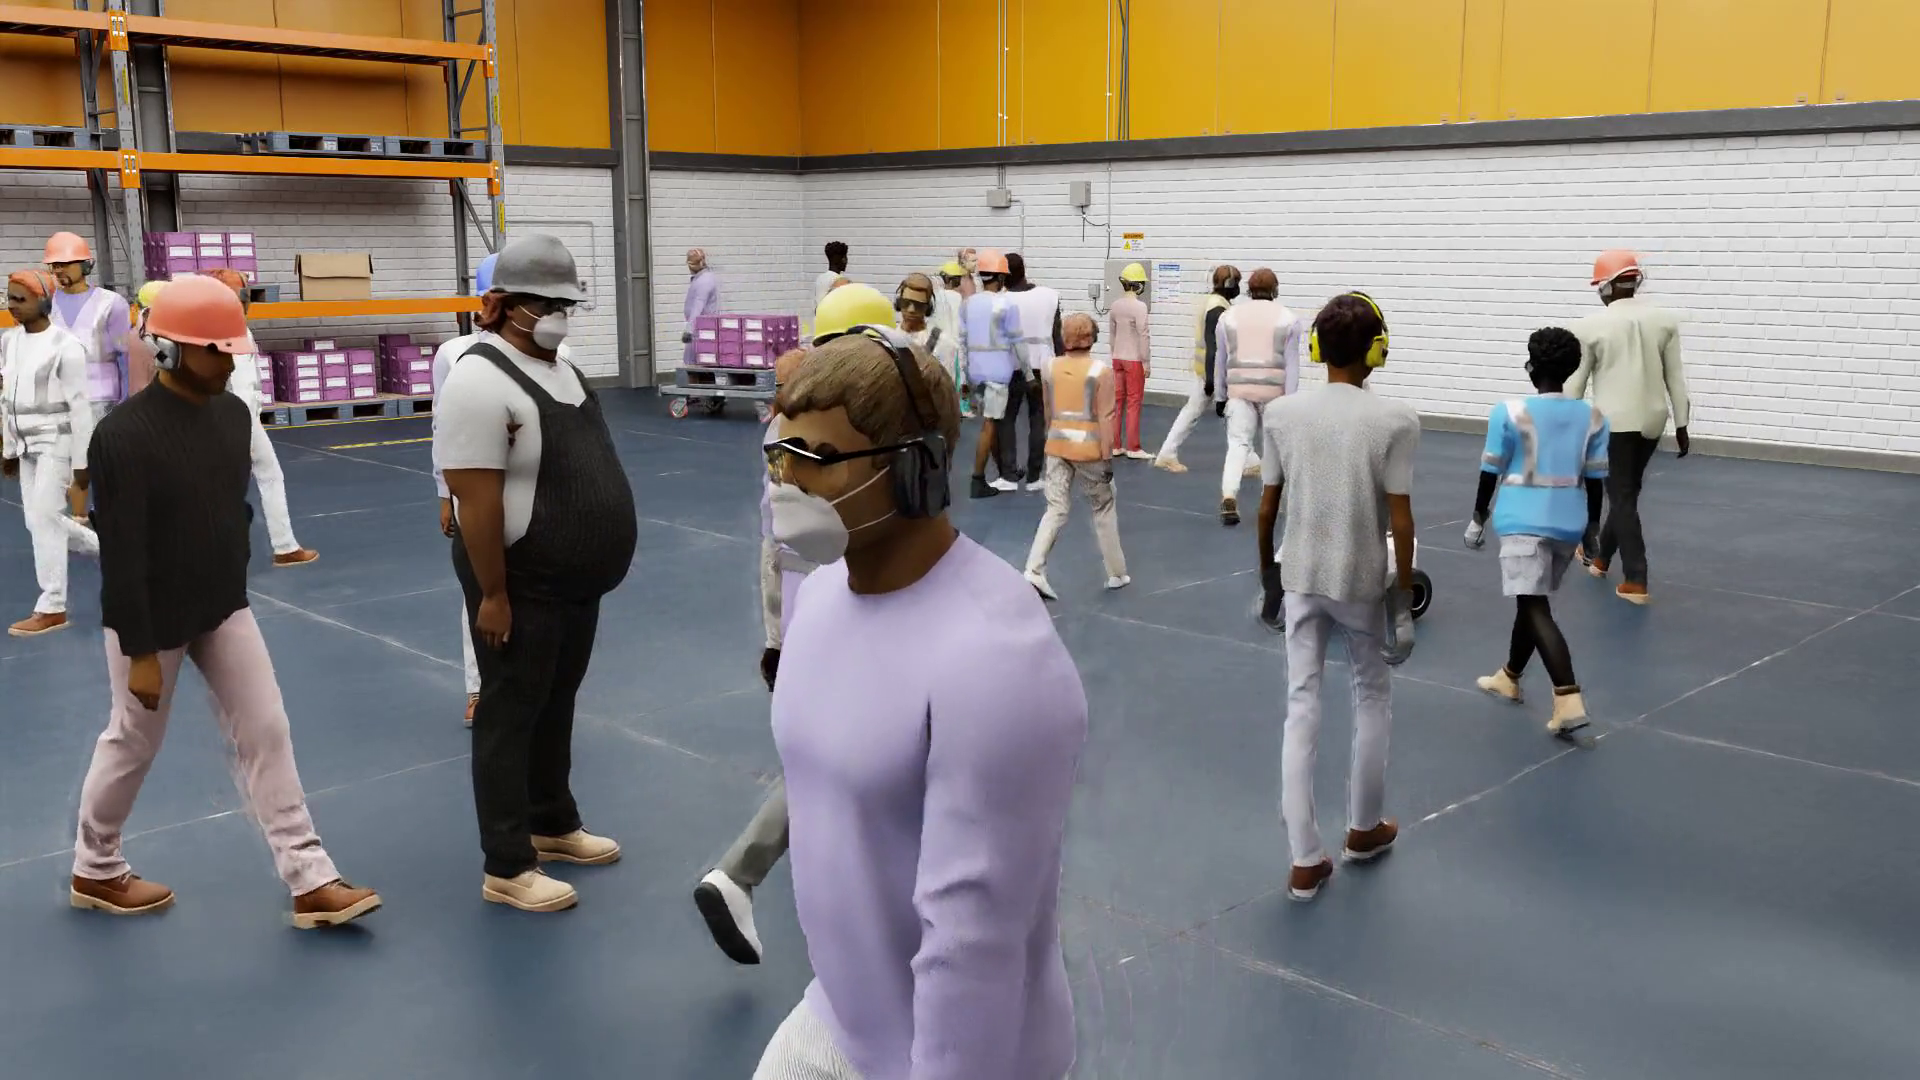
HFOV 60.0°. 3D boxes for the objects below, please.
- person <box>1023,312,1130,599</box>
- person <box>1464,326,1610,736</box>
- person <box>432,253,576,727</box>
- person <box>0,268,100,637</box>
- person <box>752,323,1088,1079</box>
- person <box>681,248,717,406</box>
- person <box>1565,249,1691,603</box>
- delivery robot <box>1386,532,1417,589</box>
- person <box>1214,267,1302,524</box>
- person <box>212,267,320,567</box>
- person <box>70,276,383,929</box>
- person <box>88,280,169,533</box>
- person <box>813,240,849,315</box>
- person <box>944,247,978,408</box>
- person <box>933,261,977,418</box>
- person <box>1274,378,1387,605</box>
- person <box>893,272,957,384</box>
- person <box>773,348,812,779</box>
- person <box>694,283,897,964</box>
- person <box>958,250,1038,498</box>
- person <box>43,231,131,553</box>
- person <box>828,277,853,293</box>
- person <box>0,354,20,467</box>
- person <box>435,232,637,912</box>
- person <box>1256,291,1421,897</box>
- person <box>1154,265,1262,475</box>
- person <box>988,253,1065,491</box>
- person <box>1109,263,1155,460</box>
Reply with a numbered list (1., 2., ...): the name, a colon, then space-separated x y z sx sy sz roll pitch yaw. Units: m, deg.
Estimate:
1. person: 0.631 -0.475 9.349 0.531 1.596 0.796 7 13 35
2. person: 2.424 -0.050 6.874 0.528 1.658 0.874 -3 11 -17
3. person: -1.867 -0.204 6.902 0.604 1.949 0.389 -4 11 -21
4. person: -4.654 -0.471 8.619 0.586 1.860 0.740 6 12 30
5. person: -0.130 0.696 2.108 0.779 1.913 0.646 -7 12 -32
6. person: -3.119 -2.486 19.586 0.721 1.868 0.674 -2 11 -12
7. person: 3.718 -0.667 9.460 0.637 1.937 1.008 -1 10 -8
8. delivery robot: 2.063 0.105 8.772 0.707 0.478 0.477 -6 12 -30
9. person: 2.077 -1.020 11.768 0.631 1.812 0.883 4 11 22
10. person: -4.408 -0.705 9.955 0.558 1.852 0.912 8 13 38
11. person: -2.226 0.205 4.789 1.021 1.919 0.648 3 11 18
12. person: -5.195 -0.773 10.564 0.546 1.738 0.605 9 14 39
13. person: -1.329 -2.173 17.595 0.367 1.964 0.609 -6 12 -31
14. person: -0.021 -2.458 19.376 0.485 1.882 0.681 2 11 13
15. person: -0.131 -2.204 18.416 0.653 1.749 0.538 -7 12 -33
16. person: 2.074 -0.441 9.134 0.829 1.606 0.524 2 11 10
17. person: -0.291 -0.527 9.002 0.543 1.825 0.400 5 11 25
18. person: -0.550 0.116 6.077 0.358 1.621 0.501 0 10 1
19. person: -0.366 0.269 4.477 0.660 1.899 0.608 -8 13 -38
20. person: 0.327 -1.295 13.004 0.556 1.901 0.847 10 14 43
21. person: -5.564 -0.922 10.562 0.611 2.042 0.394 0 10 -2
22. person: -1.326 -1.874 16.958 0.603 1.610 0.515 -7 12 -34
23. person: -8.233 -1.457 13.940 0.560 1.882 1.023 8 13 37
24. person: -1.255 0.082 5.097 0.535 2.000 0.684 2 11 11
25. person: 1.203 0.150 5.249 0.544 1.844 0.776 5 12 27
26. person: 2.144 -1.423 14.056 1.024 1.790 0.619 0 10 1
27. person: 0.514 -1.306 13.119 0.670 1.883 0.391 -2 11 -11
28. person: 1.555 -1.614 15.096 0.315 1.769 0.524 -6 12 -31
